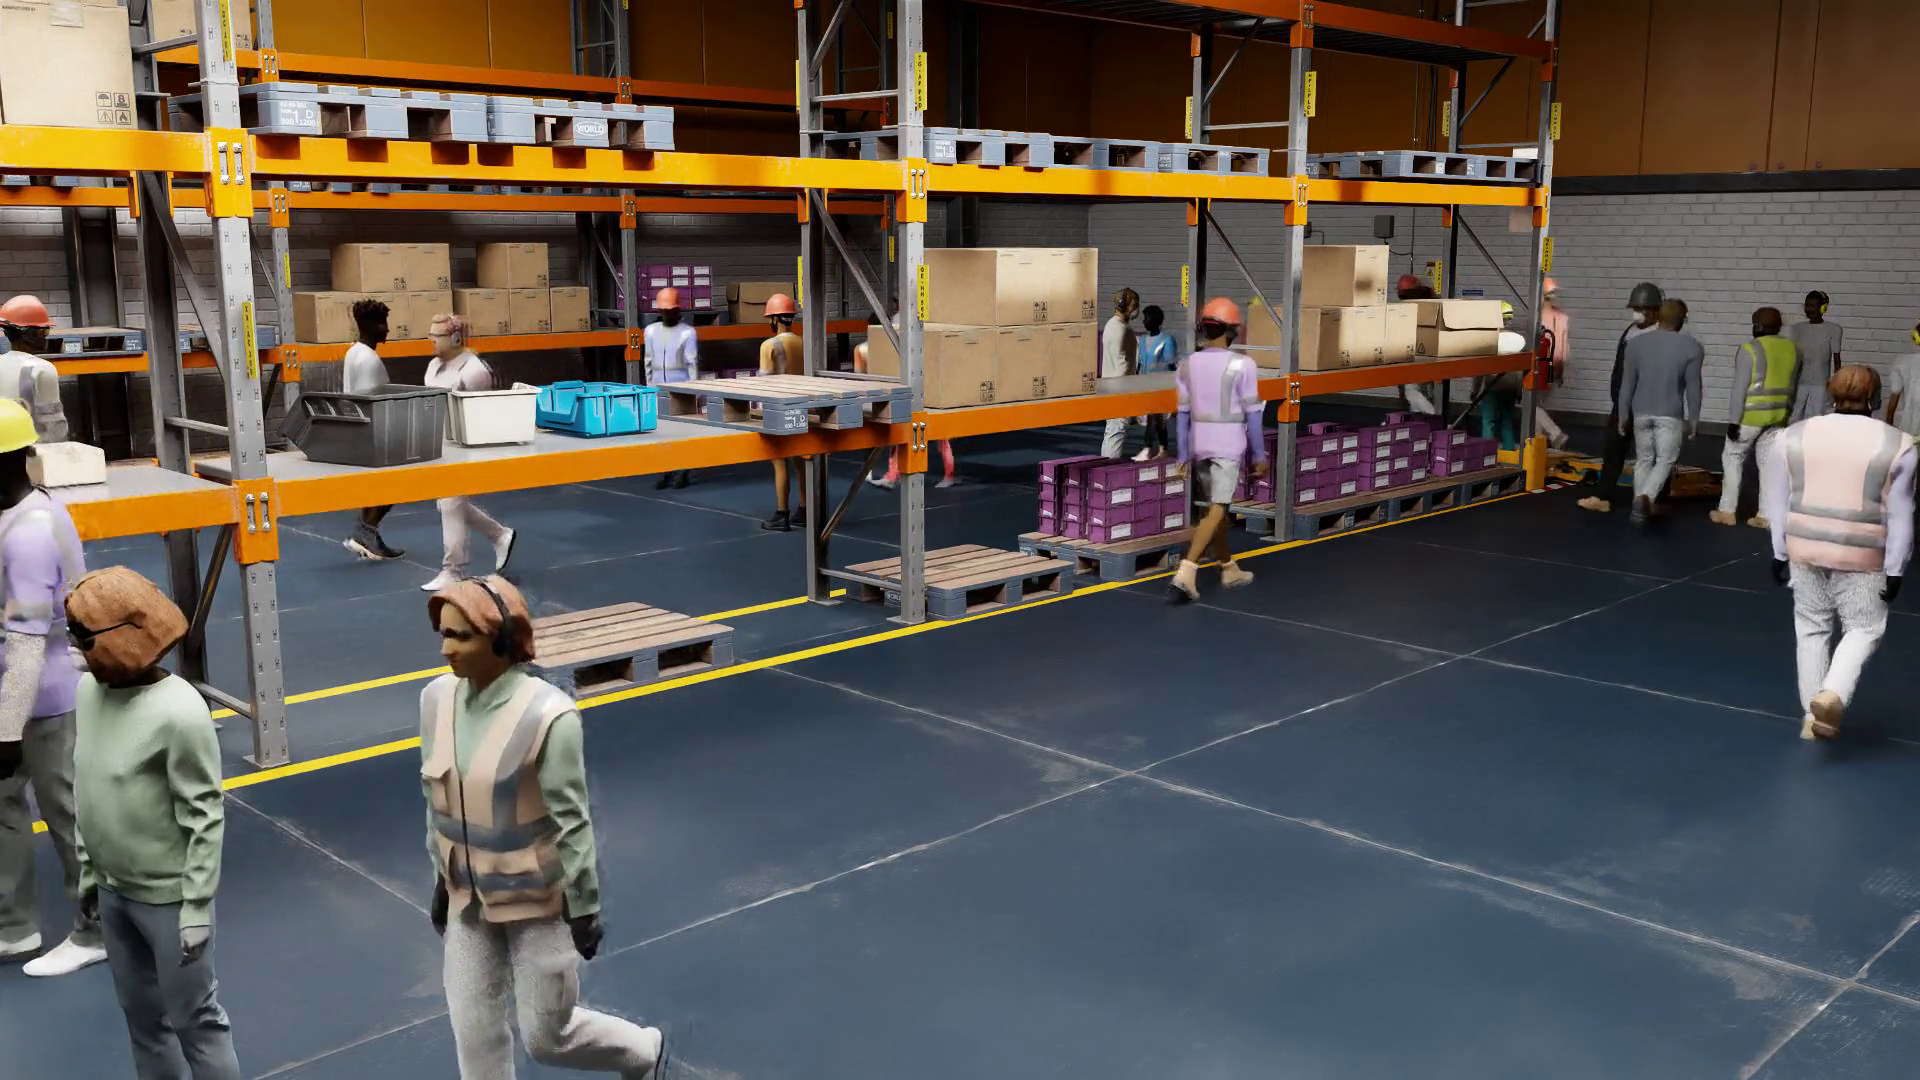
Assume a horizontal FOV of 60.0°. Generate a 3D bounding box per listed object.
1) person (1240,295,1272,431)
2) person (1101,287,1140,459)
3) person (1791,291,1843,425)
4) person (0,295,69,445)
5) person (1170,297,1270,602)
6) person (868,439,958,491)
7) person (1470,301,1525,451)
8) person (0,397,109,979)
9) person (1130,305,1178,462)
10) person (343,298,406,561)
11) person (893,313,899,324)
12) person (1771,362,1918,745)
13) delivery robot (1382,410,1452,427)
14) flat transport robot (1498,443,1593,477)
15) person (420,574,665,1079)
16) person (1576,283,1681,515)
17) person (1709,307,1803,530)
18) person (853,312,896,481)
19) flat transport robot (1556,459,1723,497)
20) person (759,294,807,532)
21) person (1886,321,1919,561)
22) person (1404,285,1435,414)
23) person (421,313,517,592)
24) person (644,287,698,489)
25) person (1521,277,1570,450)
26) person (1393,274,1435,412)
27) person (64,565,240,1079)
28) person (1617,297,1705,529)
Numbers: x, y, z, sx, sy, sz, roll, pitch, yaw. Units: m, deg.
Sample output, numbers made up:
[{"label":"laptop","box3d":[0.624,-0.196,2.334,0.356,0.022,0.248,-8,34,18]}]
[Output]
[{"label":"person","box3d":[3.381,-1.869,18.667,0.667,1.736,0.526,-3,11,-14]},{"label":"person","box3d":[1.464,-1.326,15.173,0.370,1.934,0.627,0,10,0]},{"label":"person","box3d":[8.408,-1.525,16.440,0.309,1.865,0.534,-8,13,-39]},{"label":"person","box3d":[-5.647,-0.466,10.181,0.610,2.043,0.375,5,11,23]},{"label":"person","box3d":[1.680,-0.607,11.052,1.002,2.011,0.605,-9,14,-41]},{"label":"person","box3d":[-0.403,-1.306,15.677,0.931,1.706,0.540,-7,13,-34]},{"label":"person","box3d":[5.374,-1.497,16.593,0.538,1.756,0.354,-5,11,-24]},{"label":"person","box3d":[-3.057,0.496,5.274,0.652,1.908,0.621,-6,12,-31]},{"label":"person","box3d":[1.958,-1.610,17.415,0.784,1.660,0.556,-7,13,-35]},{"label":"person","box3d":[-4.286,-0.789,12.198,0.417,1.954,0.614,-6,12,-30]},{"label":"person","box3d":[-0.533,-2.035,19.341,0.551,1.817,0.961,5,11,24]},{"label":"person","box3d":[4.090,0.084,7.778,0.631,1.825,0.601,10,14,43]},{"label":"delivery robot","box3d":[4.841,-1.133,17.619,0.707,0.478,0.477,8,13,38]},{"label":"flat transport robot","box3d":[5.722,-0.835,17.024,0.652,0.197,1.431,-5,12,-27]},{"label":"person","box3d":[-1.045,0.858,4.131,0.525,1.623,0.591,6,12,31]},{"label":"person","box3d":[5.762,-1.208,14.233,0.892,2.000,0.704,-4,11,-19]},{"label":"person","box3d":[6.546,-1.007,13.760,0.668,1.817,0.708,-3,11,-15]},{"label":"person","box3d":[-0.774,-1.398,16.275,0.545,1.684,0.397,-2,11,-11]},{"label":"flat transport robot","box3d":[6.481,-0.616,15.833,0.652,0.197,1.431,-6,12,-29]},{"label":"person","box3d":[-1.443,-1.040,13.622,0.382,1.929,0.540,8,13,38]},{"label":"person","box3d":[7.251,-0.778,12.513,0.517,1.809,0.994,6,12,31]},{"label":"person","box3d":[5.514,-2.092,19.678,0.640,1.821,0.748,-8,13,-37]},{"label":"person","box3d":[-3.409,-0.618,11.433,0.735,1.883,0.656,-10,14,-44]},{"label":"person","box3d":[-2.733,-1.415,15.692,0.567,1.913,0.583,2,11,13]},{"label":"person","box3d":[6.274,-1.827,17.788,0.644,1.976,0.703,-6,12,-29]},{"label":"person","box3d":[5.621,-2.325,20.639,0.574,1.921,0.572,5,11,24]},{"label":"person","box3d":[-1.980,0.862,4.051,0.497,1.633,0.278,6,12,31]},{"label":"person","box3d":[5.632,-1.003,13.475,0.646,1.911,0.789,9,14,40]}]
